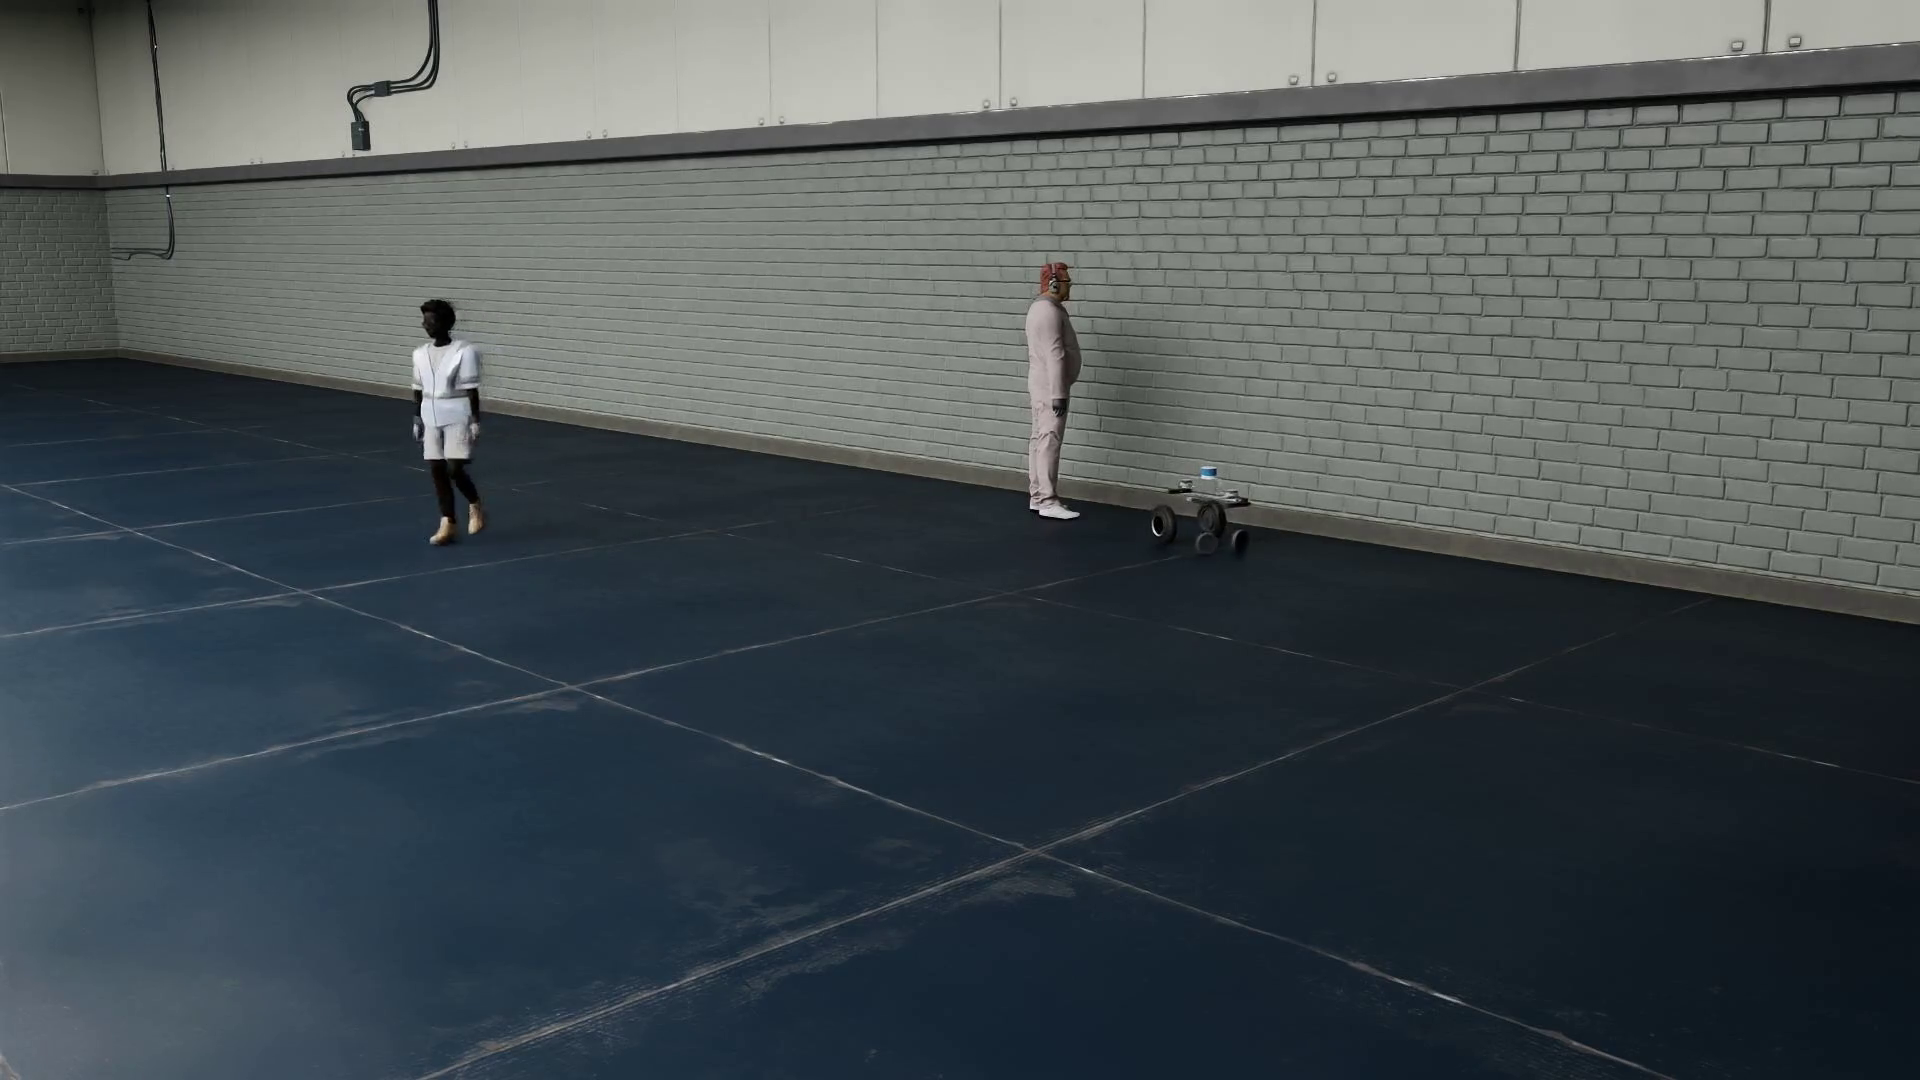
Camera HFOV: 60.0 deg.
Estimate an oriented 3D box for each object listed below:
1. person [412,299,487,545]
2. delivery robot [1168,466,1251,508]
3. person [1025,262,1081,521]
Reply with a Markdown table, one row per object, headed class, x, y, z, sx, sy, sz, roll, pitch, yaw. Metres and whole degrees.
| class | x | y | z | sx | sy | sz | roll | pitch | yaw |
| --- | --- | --- | --- | --- | --- | --- | --- | --- | --- |
| person | -3.518 | -0.804 | 11.385 | 0.546 | 1.681 | 0.369 | 4 | 11 | 21 |
| delivery robot | 1.696 | -0.385 | 11.334 | 0.335 | 0.223 | 0.698 | -6 | 12 | -28 |
| person | 0.708 | -1.124 | 12.518 | 0.406 | 1.911 | 0.639 | -2 | 11 | -8 |
